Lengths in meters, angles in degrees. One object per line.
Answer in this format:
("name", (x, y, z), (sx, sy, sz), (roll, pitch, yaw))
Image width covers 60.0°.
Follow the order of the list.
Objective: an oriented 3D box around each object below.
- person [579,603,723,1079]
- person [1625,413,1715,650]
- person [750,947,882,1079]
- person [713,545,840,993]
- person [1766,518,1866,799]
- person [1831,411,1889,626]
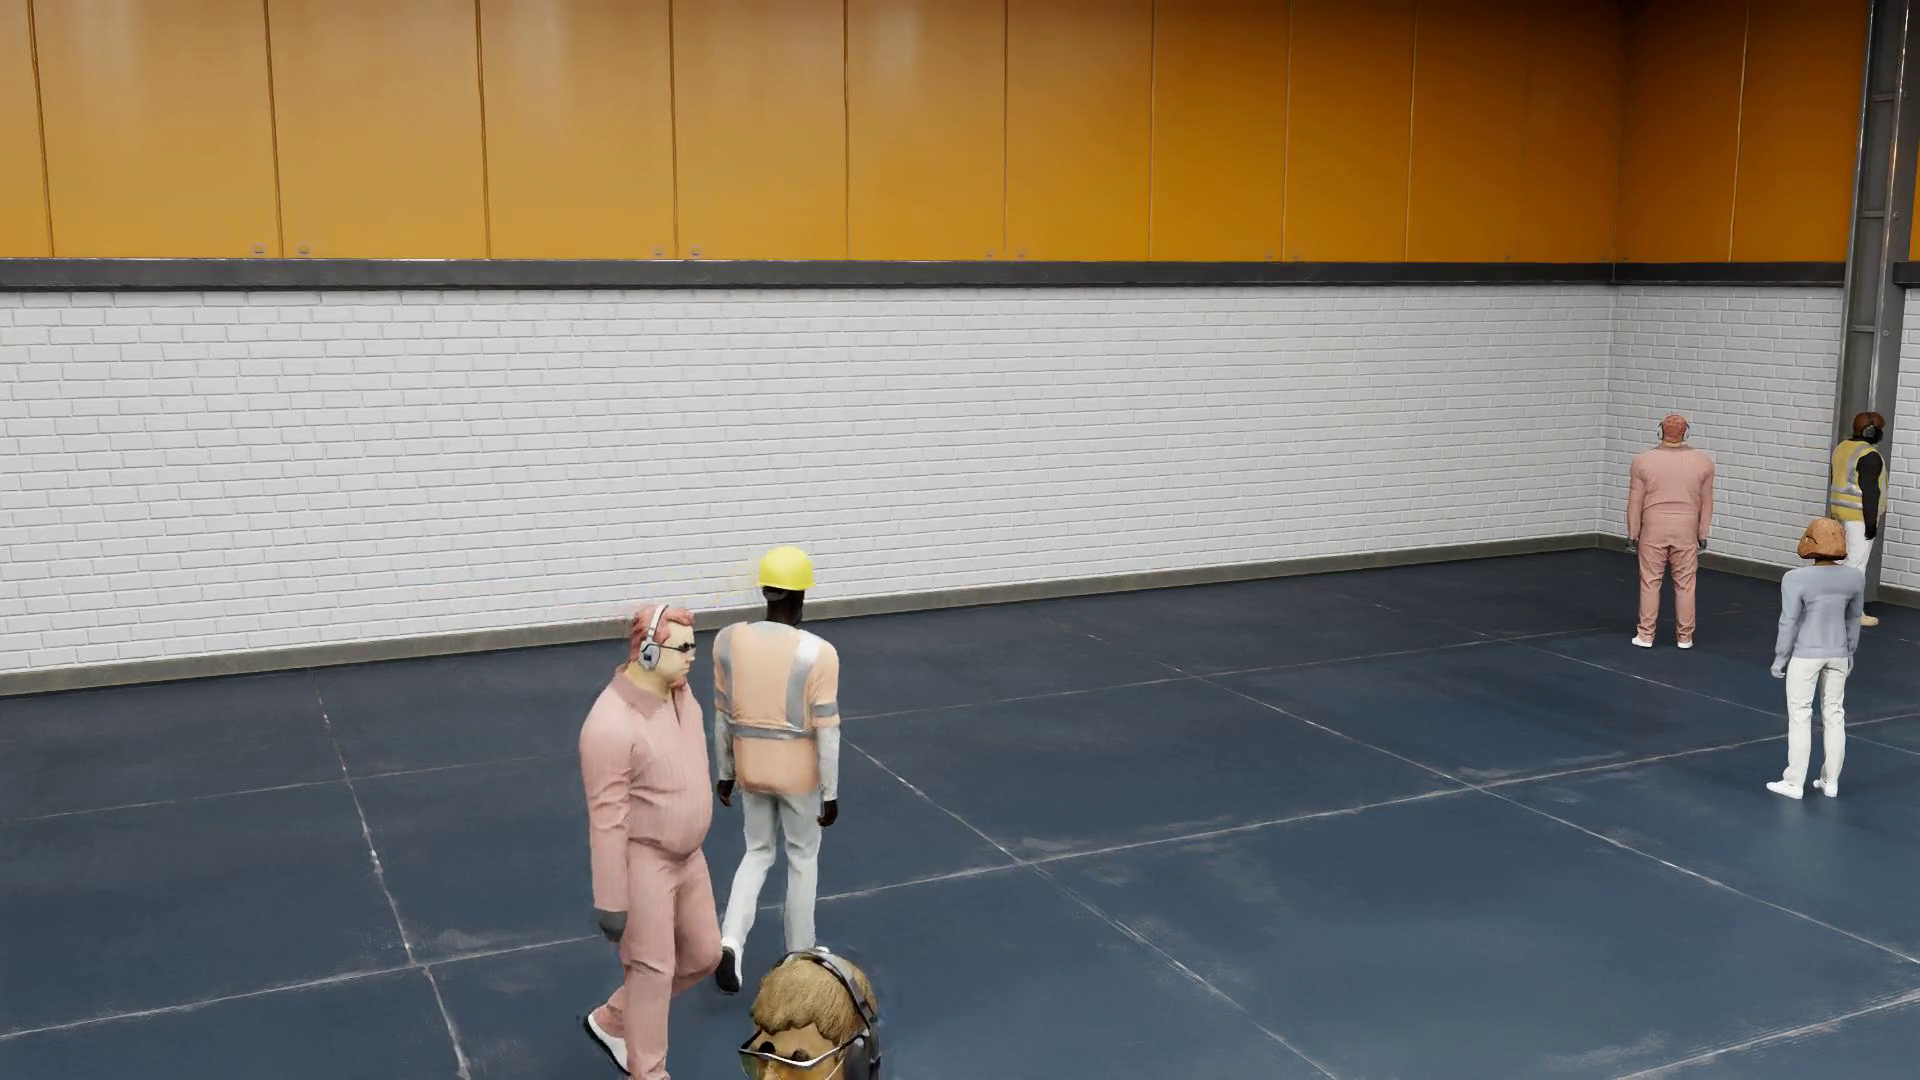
("person", (-1.113, 1.147, 5.919), (0.488, 1.885, 0.670), (3, 10, 17))
("person", (5.689, -0.064, 13.377), (0.642, 1.910, 0.401), (2, 9, 15))
("person", (-0.169, 1.605, 2.989), (0.631, 1.919, 0.797), (4, 10, 24))
("person", (-0.784, 0.973, 6.951), (0.600, 1.905, 0.645), (4, 10, 22))
("person", (4.933, 0.683, 9.590), (0.500, 1.633, 0.285), (-1, 9, -7))
("person", (7.774, -0.193, 14.391), (0.429, 1.839, 0.634), (1, 9, 4))
